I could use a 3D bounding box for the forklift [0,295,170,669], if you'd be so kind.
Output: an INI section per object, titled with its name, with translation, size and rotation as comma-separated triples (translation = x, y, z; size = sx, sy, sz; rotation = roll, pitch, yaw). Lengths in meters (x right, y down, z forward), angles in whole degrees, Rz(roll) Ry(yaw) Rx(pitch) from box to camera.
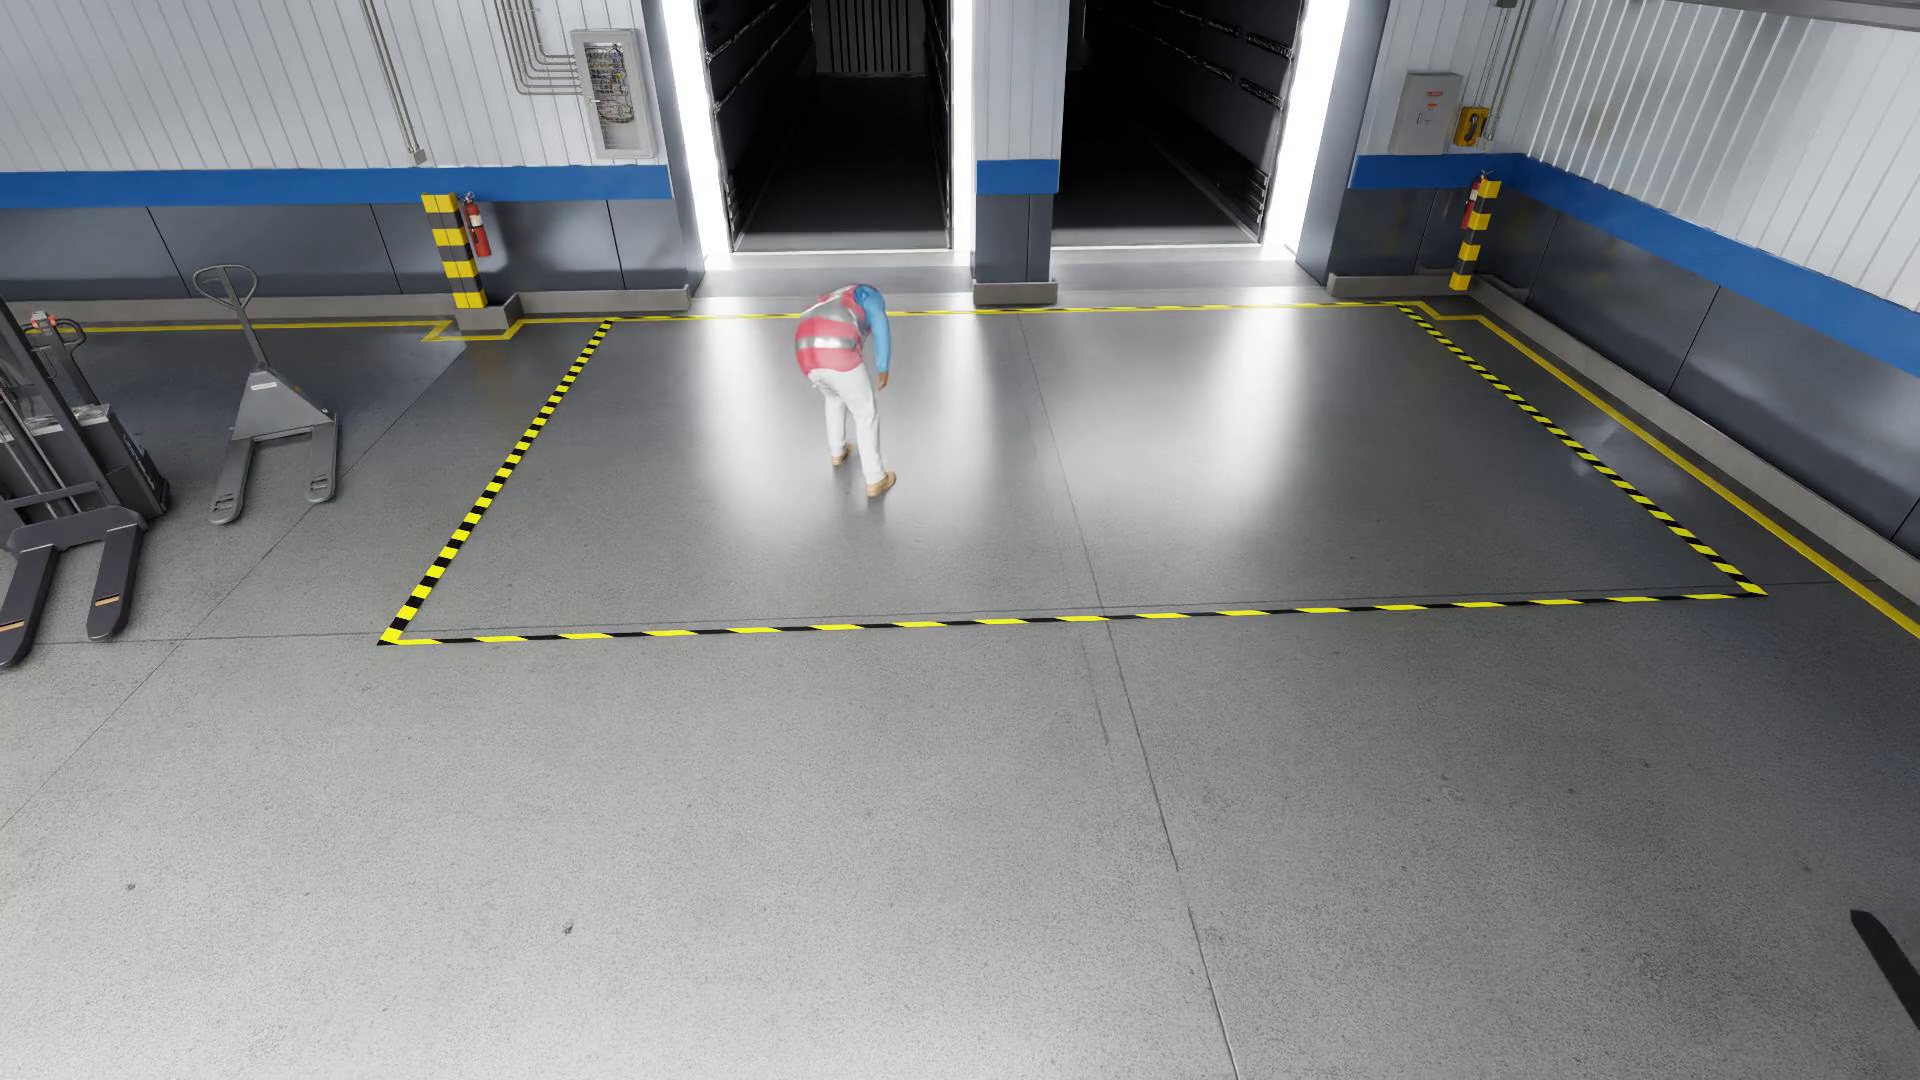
[forklift]
translation = -5.212, -0.618, 4.878
size = 0.823, 1.965, 1.885
rotation = -20, 39, -26

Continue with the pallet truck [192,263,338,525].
[pallet truck]
translation = -4.778, -1.027, 6.128
size = 0.680, 1.201, 1.601
rotation = -17, 38, -23

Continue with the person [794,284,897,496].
[person]
translation = -0.702, -1.077, 6.211
size = 0.877, 1.271, 0.866
rotation = 26, 43, 32
